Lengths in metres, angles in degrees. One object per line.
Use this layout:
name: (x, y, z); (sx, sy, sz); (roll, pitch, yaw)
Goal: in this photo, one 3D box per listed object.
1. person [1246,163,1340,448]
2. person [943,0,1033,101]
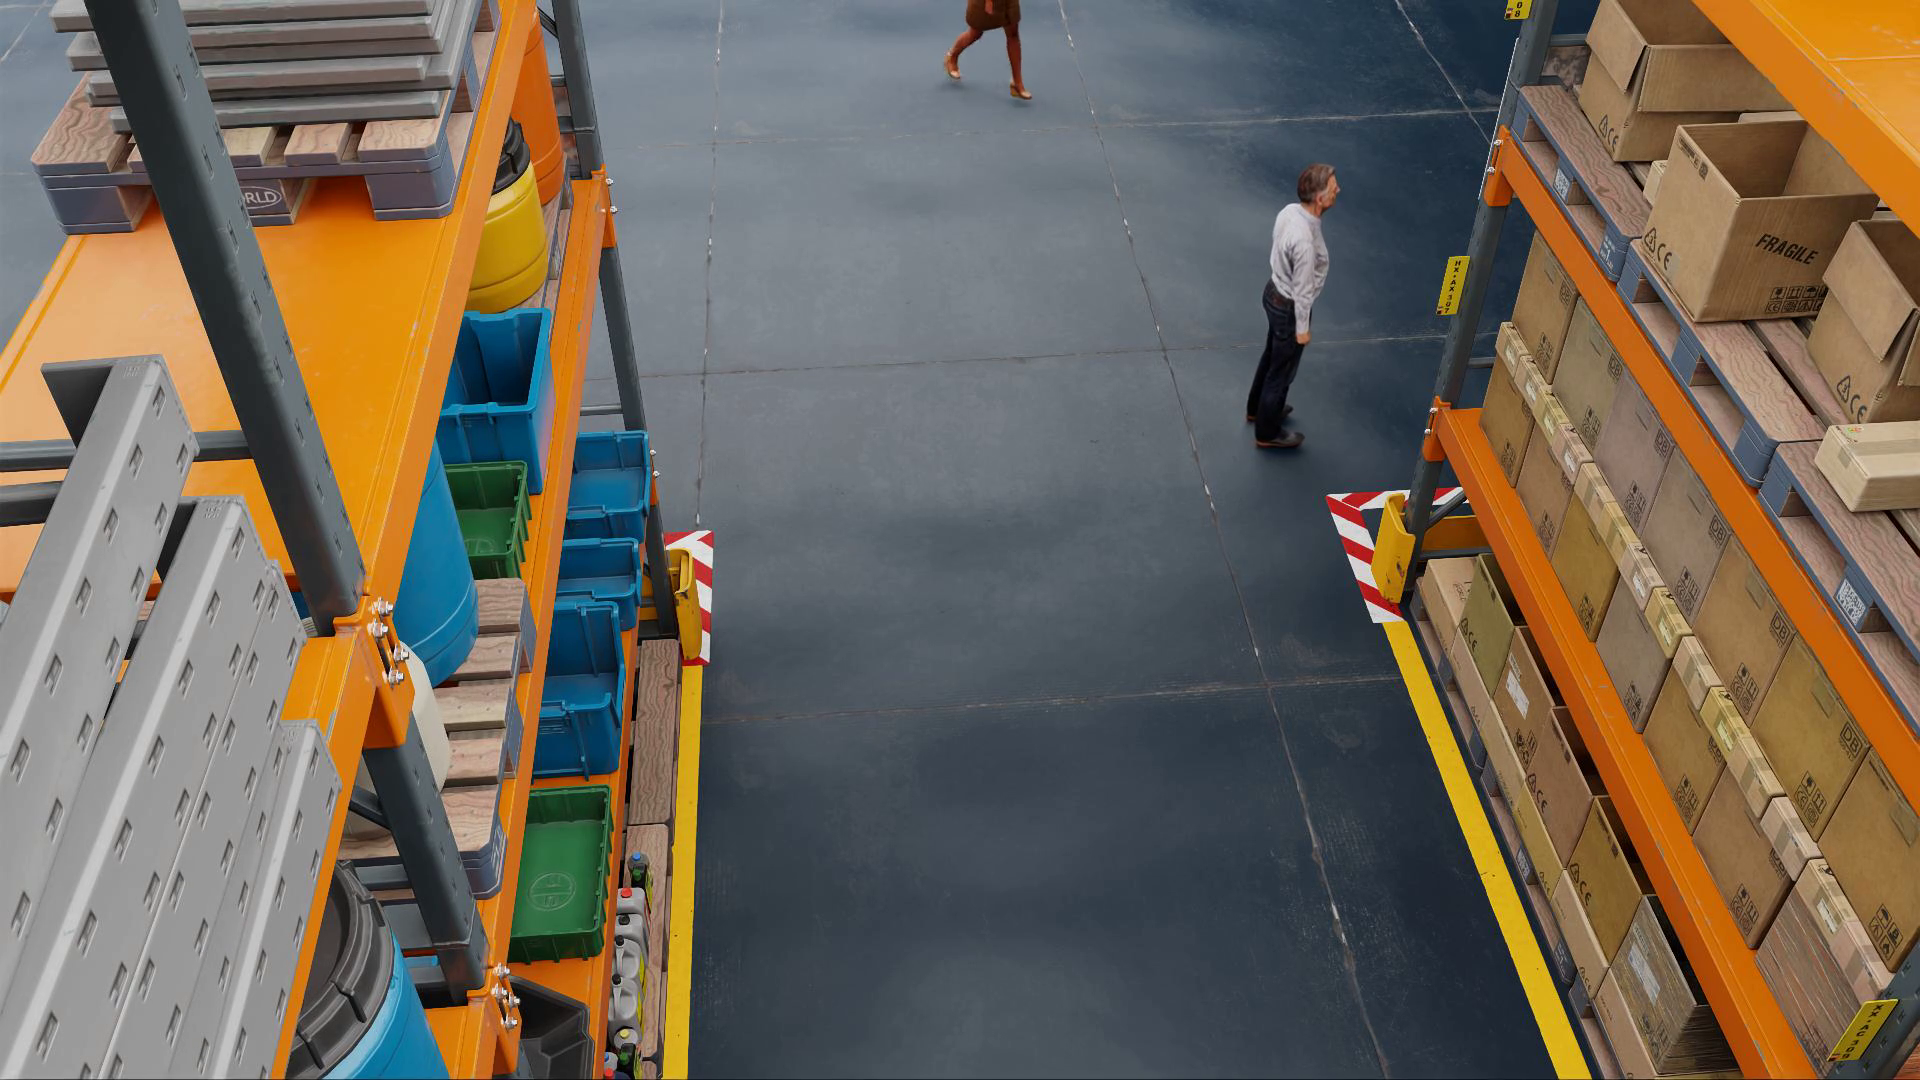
person: (1.920, -1.370, 9.684); (0.712, 1.815, 0.497); (-1, 42, -1)
person: (0.189, -4.261, 12.983); (1.077, 1.658, 1.004); (30, 50, 29)
